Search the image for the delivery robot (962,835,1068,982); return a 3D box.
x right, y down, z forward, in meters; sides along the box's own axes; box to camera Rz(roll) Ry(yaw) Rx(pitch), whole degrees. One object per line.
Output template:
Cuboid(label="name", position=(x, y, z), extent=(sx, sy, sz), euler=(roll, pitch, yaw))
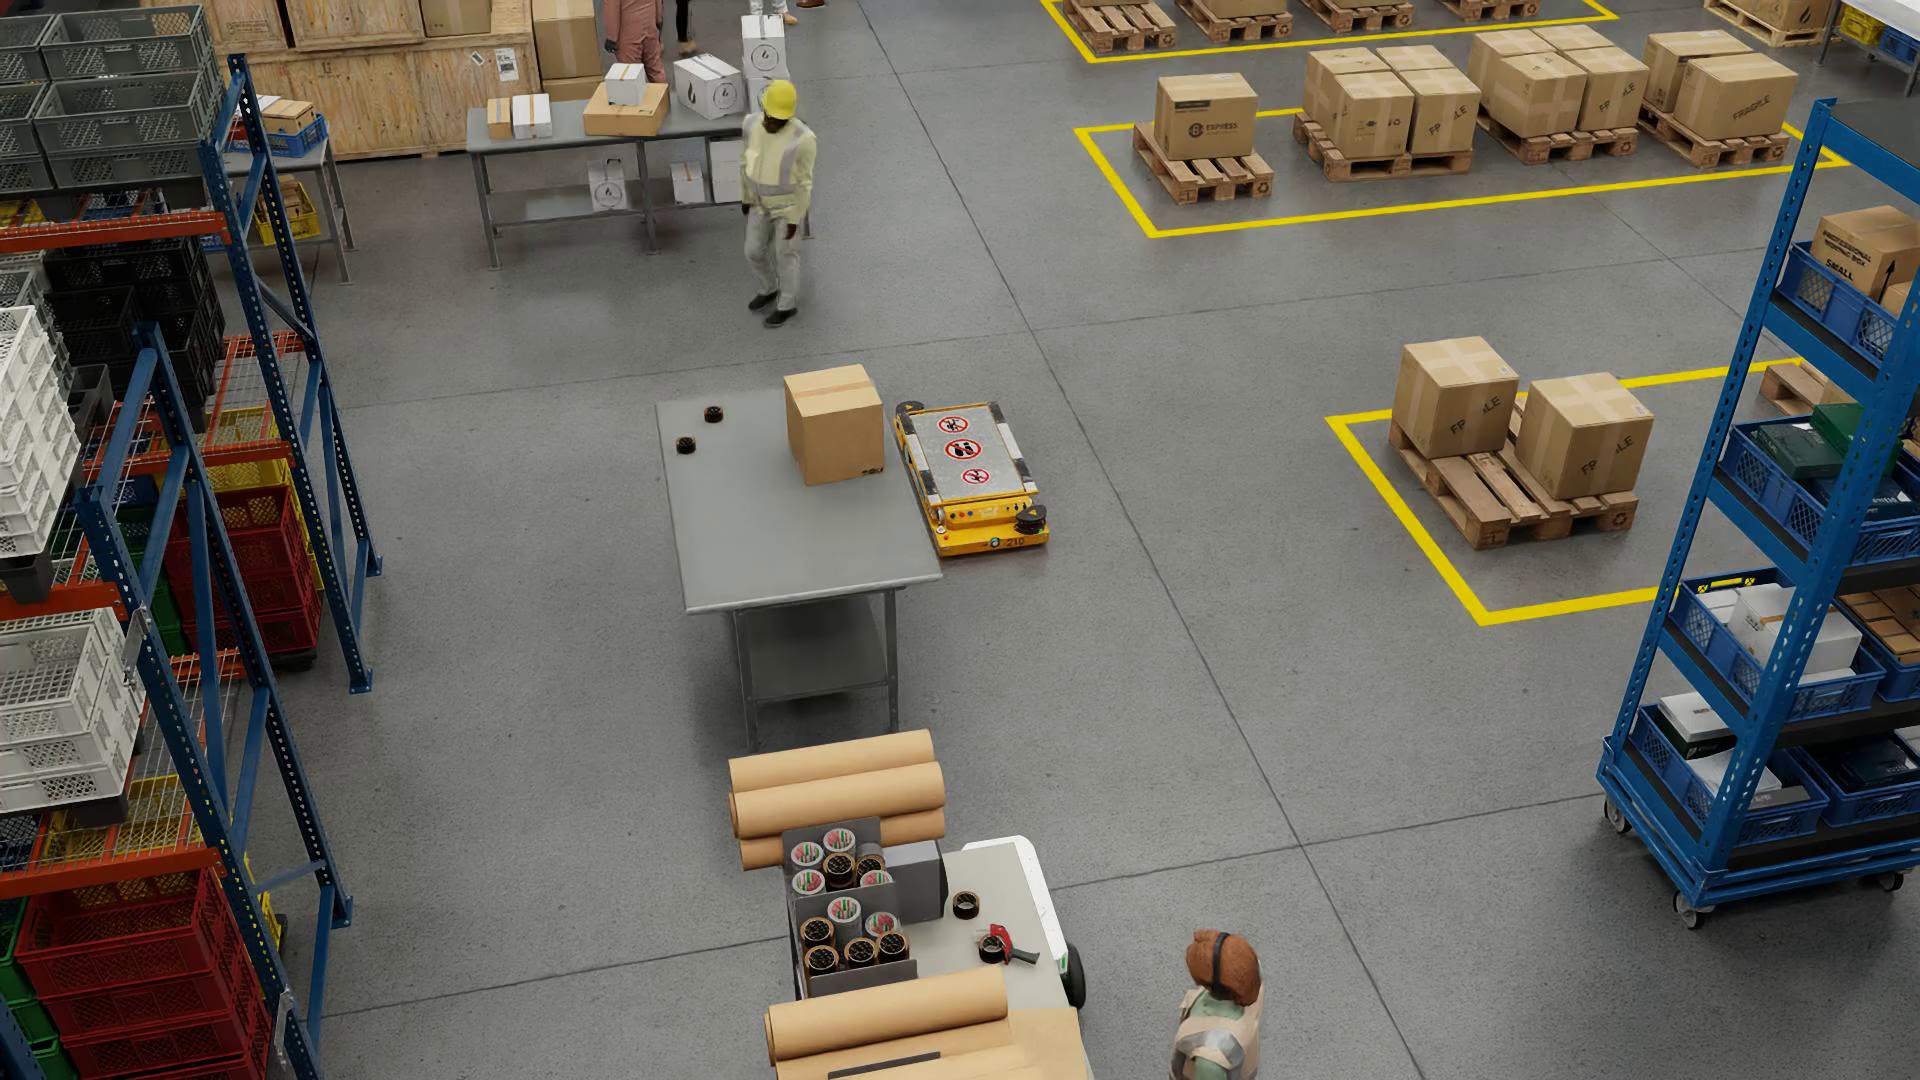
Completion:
Cuboid(label="delivery robot", position=(0.218, 1.590, 7.081), extent=(0.477, 0.478, 0.707), euler=(-7, 37, -9))

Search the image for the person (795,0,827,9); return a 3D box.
Cuboid(label="person", position=(-1.529, -6.312, 16.701), extent=(0.351, 1.856, 0.518), euler=(-1, 37, -2))

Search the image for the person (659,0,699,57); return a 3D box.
Cuboid(label="person", position=(-2.773, -5.367, 15.566), extent=(0.569, 1.676, 0.350), euler=(12, 38, 16))

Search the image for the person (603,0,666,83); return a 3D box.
Cuboid(label="person", position=(-2.772, -4.348, 14.016), extent=(0.403, 1.904, 0.652), euler=(22, 42, 27))

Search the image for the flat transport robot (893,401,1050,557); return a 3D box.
Cuboid(label="flat transport robot", position=(0.046, -0.430, 10.108), extent=(0.652, 0.197, 1.431), euler=(-8, 37, -10))

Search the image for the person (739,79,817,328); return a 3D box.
Cuboid(label="person", position=(-1.252, -2.295, 11.347), extent=(0.611, 1.798, 0.405), euler=(21, 42, 26))

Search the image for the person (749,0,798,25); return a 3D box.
Cuboid(label="person", position=(-1.855, -5.874, 16.132), extent=(0.431, 1.836, 0.624), euler=(29, 45, 33))

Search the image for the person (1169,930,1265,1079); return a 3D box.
Cuboid(label="person", position=(0.874, 1.935, 5.790), extent=(0.309, 1.640, 0.512), euler=(13, 39, 17))
